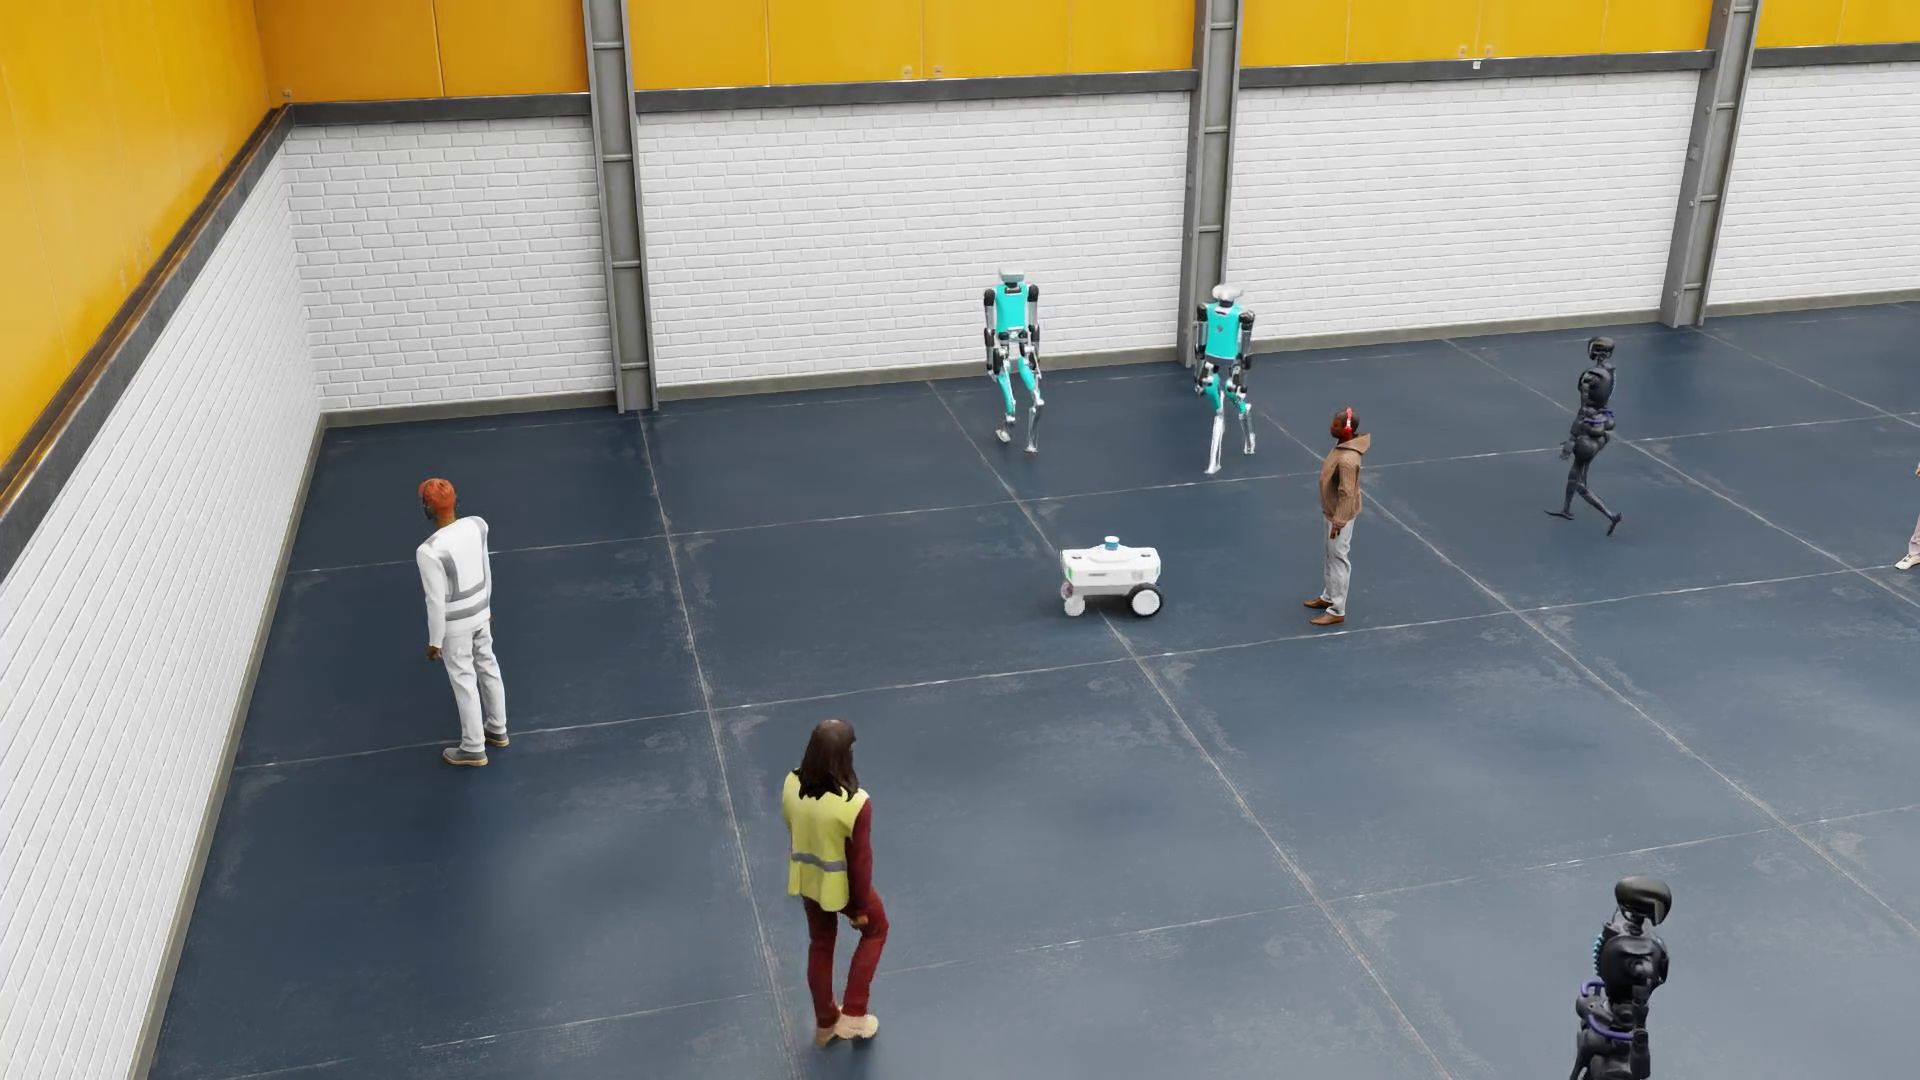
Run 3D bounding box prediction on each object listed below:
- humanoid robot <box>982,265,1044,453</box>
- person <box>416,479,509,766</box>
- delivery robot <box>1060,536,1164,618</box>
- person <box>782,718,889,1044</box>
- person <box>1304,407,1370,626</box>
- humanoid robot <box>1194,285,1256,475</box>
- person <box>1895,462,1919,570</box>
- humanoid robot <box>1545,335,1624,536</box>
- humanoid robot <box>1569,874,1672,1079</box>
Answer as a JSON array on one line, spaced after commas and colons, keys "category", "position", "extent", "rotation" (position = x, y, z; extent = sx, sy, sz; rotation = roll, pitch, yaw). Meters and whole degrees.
[{"category": "humanoid robot", "position": [0.547, -1.564, 15.133], "extent": [0.534, 1.763, 1.013], "rotation": [-7, 25, -16]}, {"category": "person", "position": [-3.071, 0.502, 10.215], "extent": [0.362, 1.886, 0.574], "rotation": [10, 26, 22]}, {"category": "delivery robot", "position": [1.129, 0.260, 12.405], "extent": [0.788, 0.587, 0.499], "rotation": [-2, 24, -4]}, {"category": "person", "position": [-0.591, 1.620, 7.835], "extent": [0.476, 1.760, 0.443], "rotation": [11, 26, 24]}, {"category": "person", "position": [2.745, -0.177, 12.043], "extent": [0.336, 1.651, 0.458], "rotation": [2, 24, 4]}, {"category": "humanoid robot", "position": [2.472, -1.482, 14.952], "extent": [0.550, 1.801, 0.905], "rotation": [14, 28, 29]}, {"category": "person", "position": [7.630, -0.550, 12.747], "extent": [0.298, 1.772, 0.531], "rotation": [-21, 32, -40]}, {"category": "humanoid robot", "position": [5.227, -0.871, 13.630], "extent": [0.700, 1.637, 0.606], "rotation": [20, 31, 38]}, {"category": "humanoid robot", "position": [2.738, 2.075, 6.976], "extent": [0.791, 1.638, 0.603], "rotation": [4, 24, 8]}]
